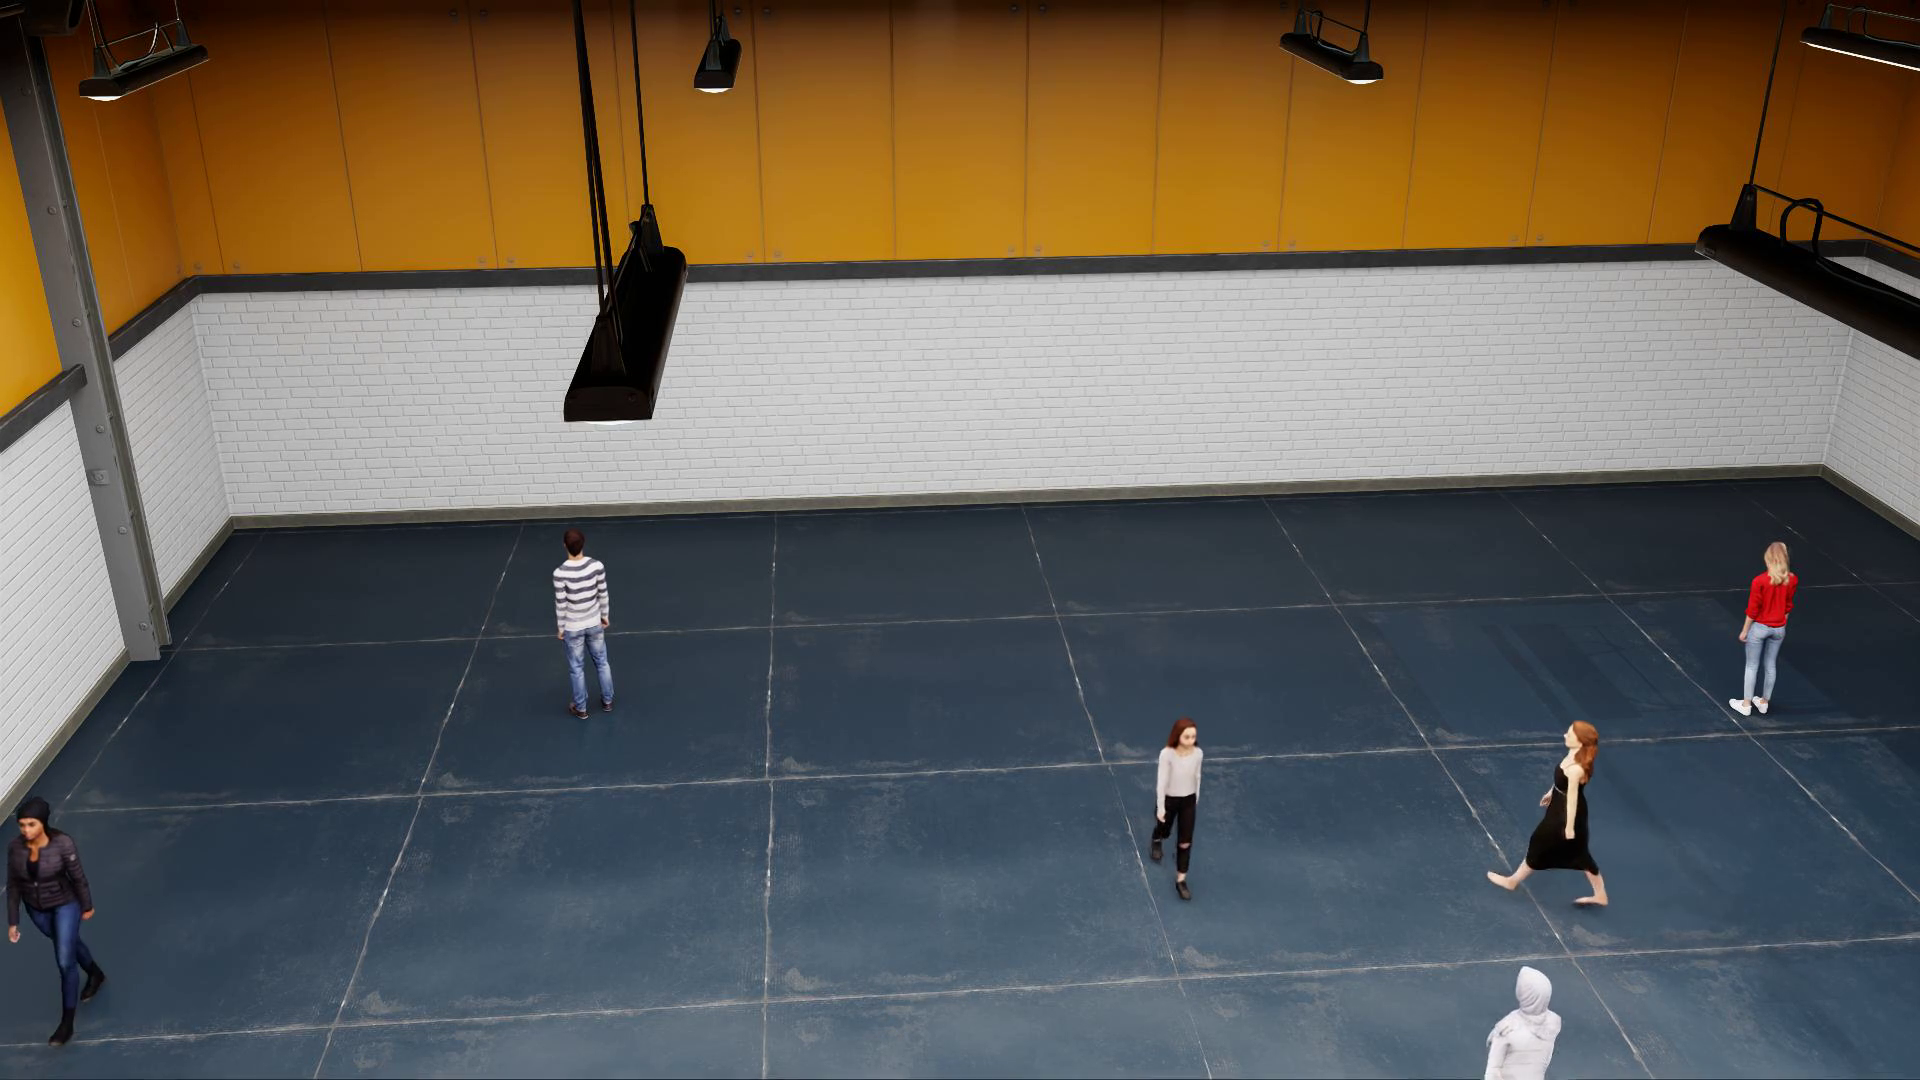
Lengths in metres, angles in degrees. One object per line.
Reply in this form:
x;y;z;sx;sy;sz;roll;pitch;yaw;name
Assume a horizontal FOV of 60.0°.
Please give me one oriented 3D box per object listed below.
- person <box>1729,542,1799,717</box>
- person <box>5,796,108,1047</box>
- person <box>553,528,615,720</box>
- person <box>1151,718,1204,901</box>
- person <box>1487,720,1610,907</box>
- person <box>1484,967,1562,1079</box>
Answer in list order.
7.459;0.821;15.404;0.633;1.706;0.515;-4;24;-9;person
-6.220;2.520;11.518;0.707;1.704;1.108;1;24;3;person
-3.486;0.760;15.360;0.722;1.853;0.689;-14;27;-29;person
1.661;2.016;12.973;0.591;1.462;0.969;-5;24;-11;person
4.698;2.117;12.601;1.031;1.576;1.118;12;26;25;person
3.254;3.301;9.650;0.689;1.770;0.667;-7;25;-16;person
